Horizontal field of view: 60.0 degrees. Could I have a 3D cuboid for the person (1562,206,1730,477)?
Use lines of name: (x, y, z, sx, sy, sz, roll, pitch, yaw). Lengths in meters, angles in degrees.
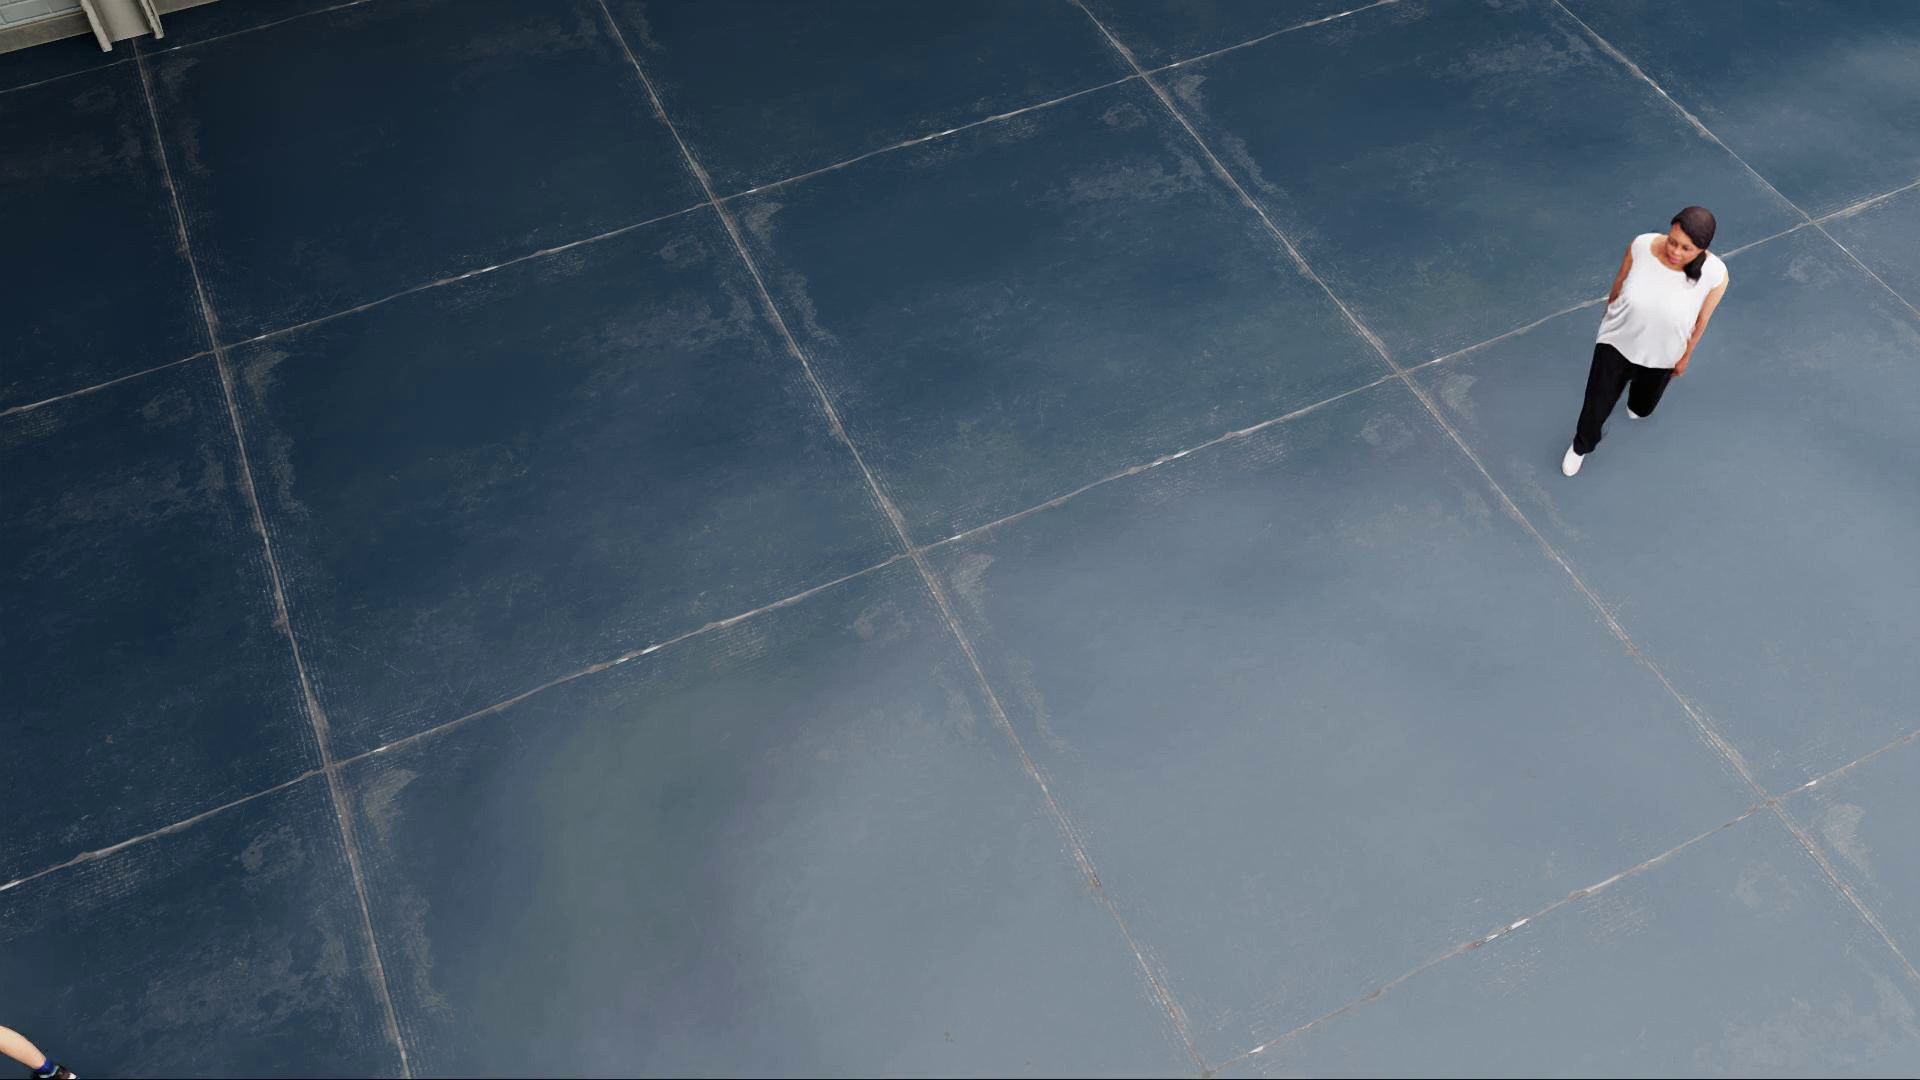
person: (3.468, -1.024, 8.351, 0.899, 1.674, 1.020, 30, 58, 21)
